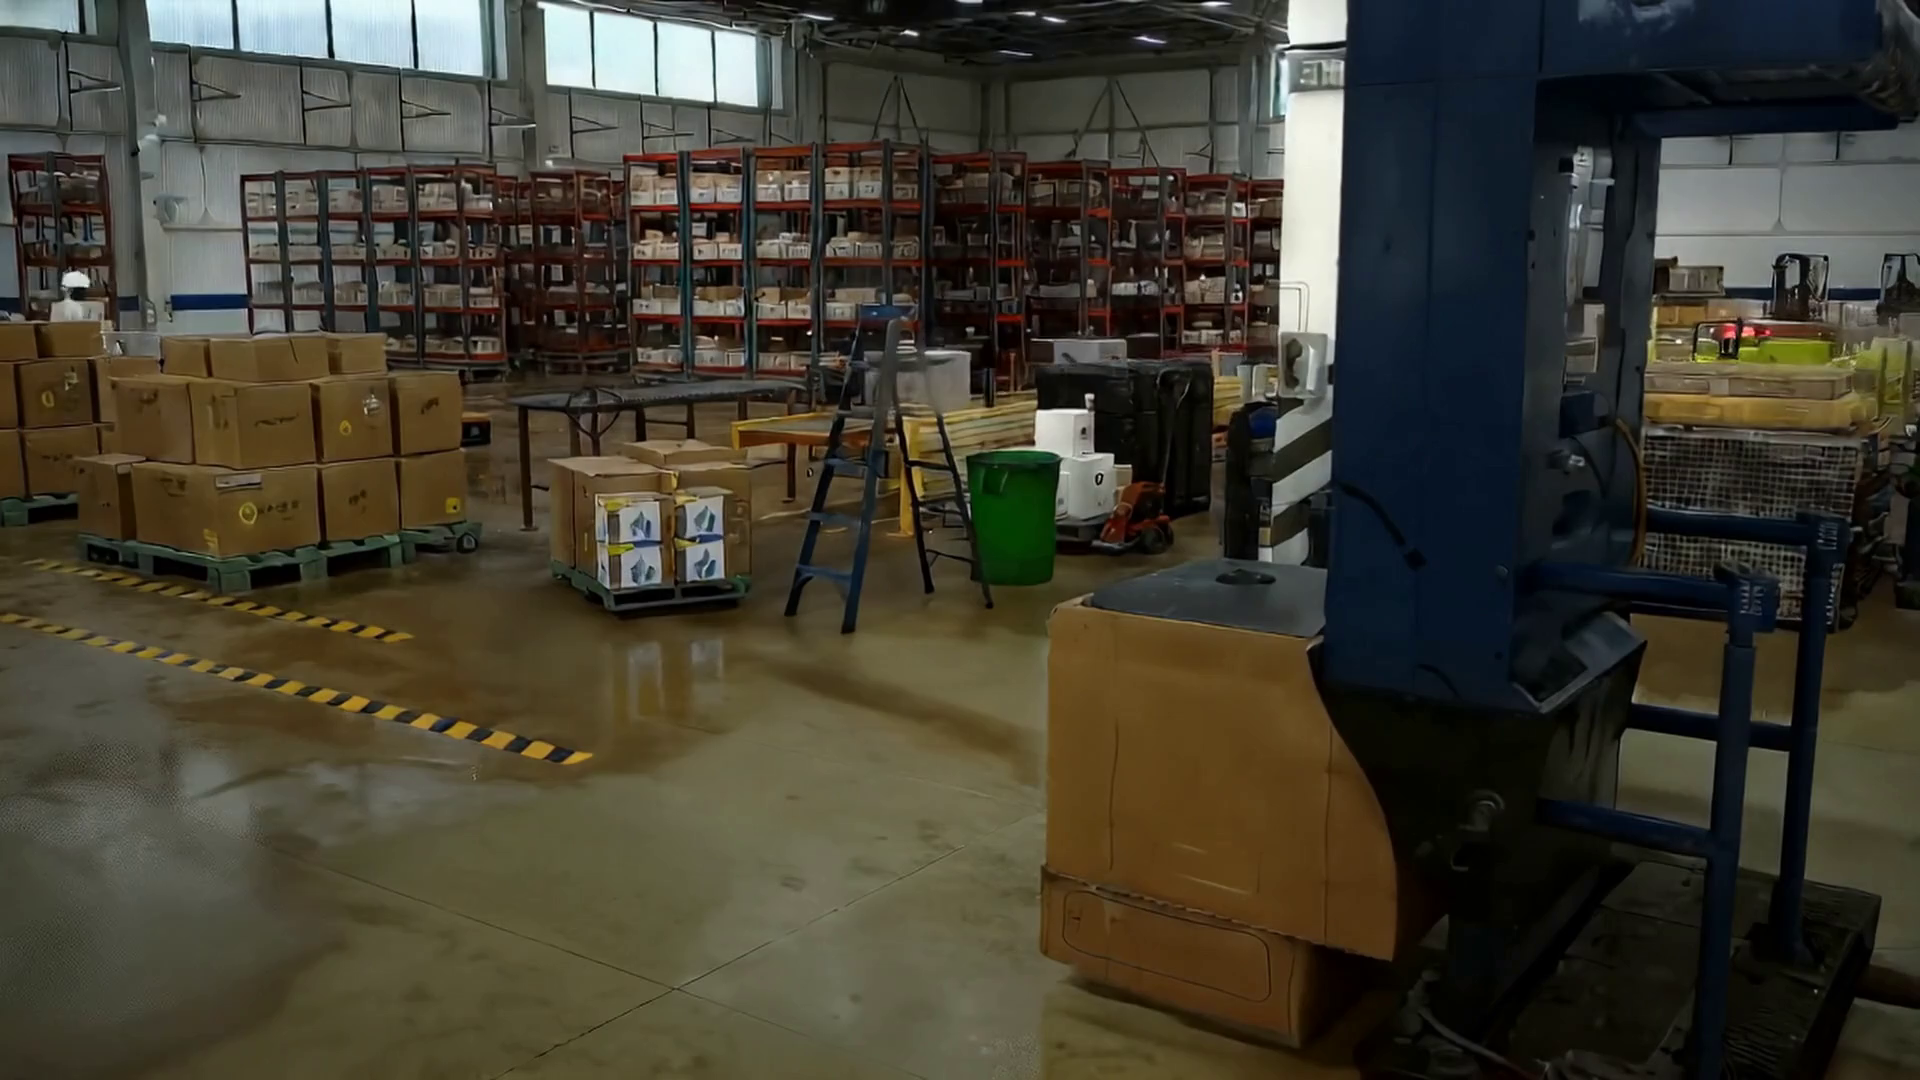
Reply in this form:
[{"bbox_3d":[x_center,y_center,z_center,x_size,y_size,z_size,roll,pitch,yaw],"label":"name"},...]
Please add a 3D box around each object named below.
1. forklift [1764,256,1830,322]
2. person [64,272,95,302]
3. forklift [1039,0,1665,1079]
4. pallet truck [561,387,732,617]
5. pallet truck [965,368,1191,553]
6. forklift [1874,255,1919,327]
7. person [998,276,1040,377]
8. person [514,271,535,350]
[{"bbox_3d":[20.253,-5.854,40.139,1.157,1.987,2.680,7,12,35],"label":"forklift"},{"bbox_3d":[-9.744,-1.981,18.253,0.955,1.916,0.614,-3,10,-19],"label":"person"},{"bbox_3d":[1.249,-0.137,4.360,1.873,2.768,1.129,7,12,35],"label":"forklift"},{"bbox_3d":[-1.981,-0.274,10.088,0.680,1.201,1.601,-5,11,-28],"label":"pallet truck"},{"bbox_3d":[0.845,-0.609,11.869,1.630,1.274,0.653,7,12,35],"label":"pallet truck"},{"bbox_3d":[22.089,-5.634,38.796,1.157,1.987,2.680,6,11,33],"label":"forklift"},{"bbox_3d":[1.009,-3.633,28.415,0.945,1.781,0.621,3,10,17],"label":"person"},{"bbox_3d":[-9.808,-5.167,37.540,0.578,1.793,0.988,4,10,24],"label":"person"}]
